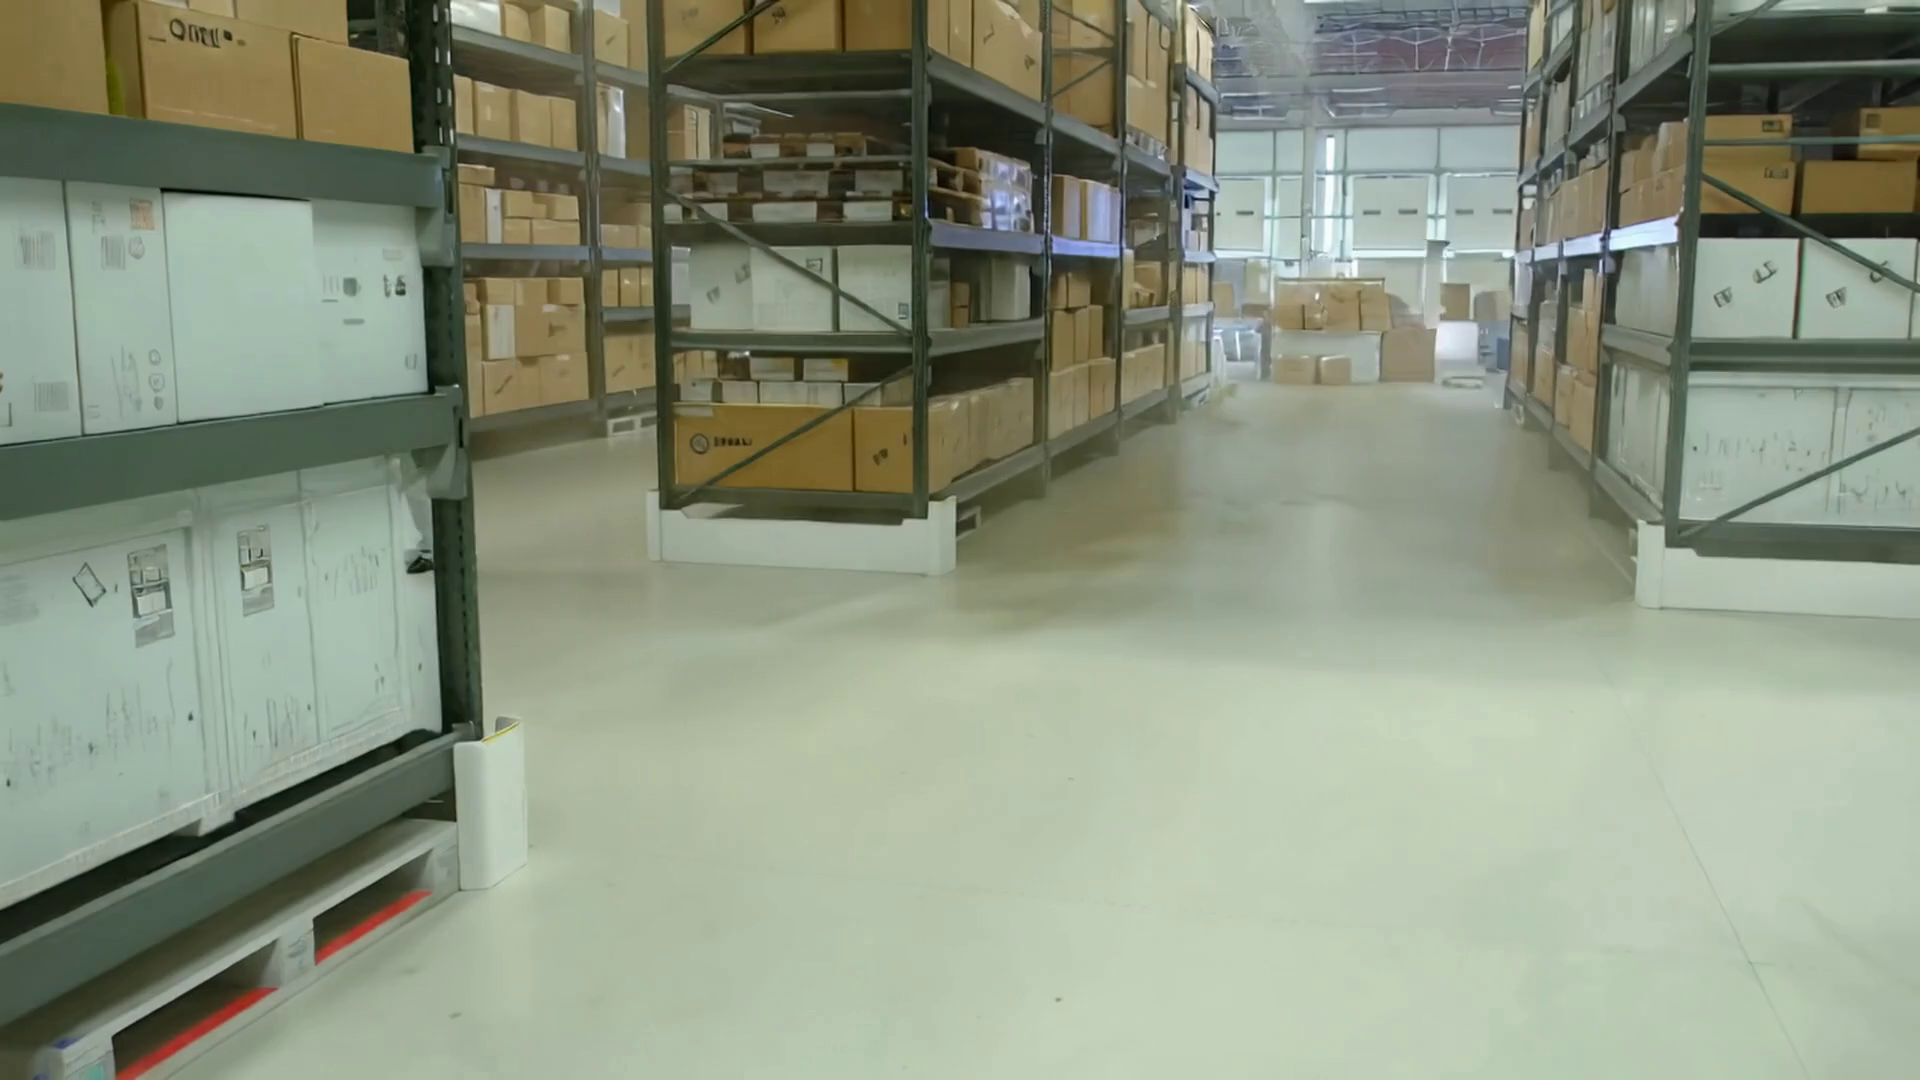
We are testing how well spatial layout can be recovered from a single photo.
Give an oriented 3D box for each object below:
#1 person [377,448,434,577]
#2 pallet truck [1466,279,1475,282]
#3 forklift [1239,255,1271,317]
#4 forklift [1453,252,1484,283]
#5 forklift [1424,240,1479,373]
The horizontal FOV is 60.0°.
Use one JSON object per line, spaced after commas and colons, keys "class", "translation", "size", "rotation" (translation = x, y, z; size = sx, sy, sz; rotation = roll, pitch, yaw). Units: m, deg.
{"class": "person", "translation": [-3.826, -0.700, 11.351], "size": [0.400, 1.899, 0.636], "rotation": [-8, 12, -41]}
{"class": "pallet truck", "translation": [18.896, -8.459, 60.307], "size": [1.885, 1.965, 0.823], "rotation": [5, 10, 31]}
{"class": "forklift", "translation": [10.342, -8.540, 58.027], "size": [1.129, 2.768, 1.873], "rotation": [2, 9, 15]}
{"class": "forklift", "translation": [15.616, -7.466, 51.204], "size": [1.129, 2.768, 1.873], "rotation": [-2, 9, -13]}
{"class": "forklift", "translation": [10.071, -4.973, 35.365], "size": [1.873, 2.768, 1.129], "rotation": [2, 9, 14]}
